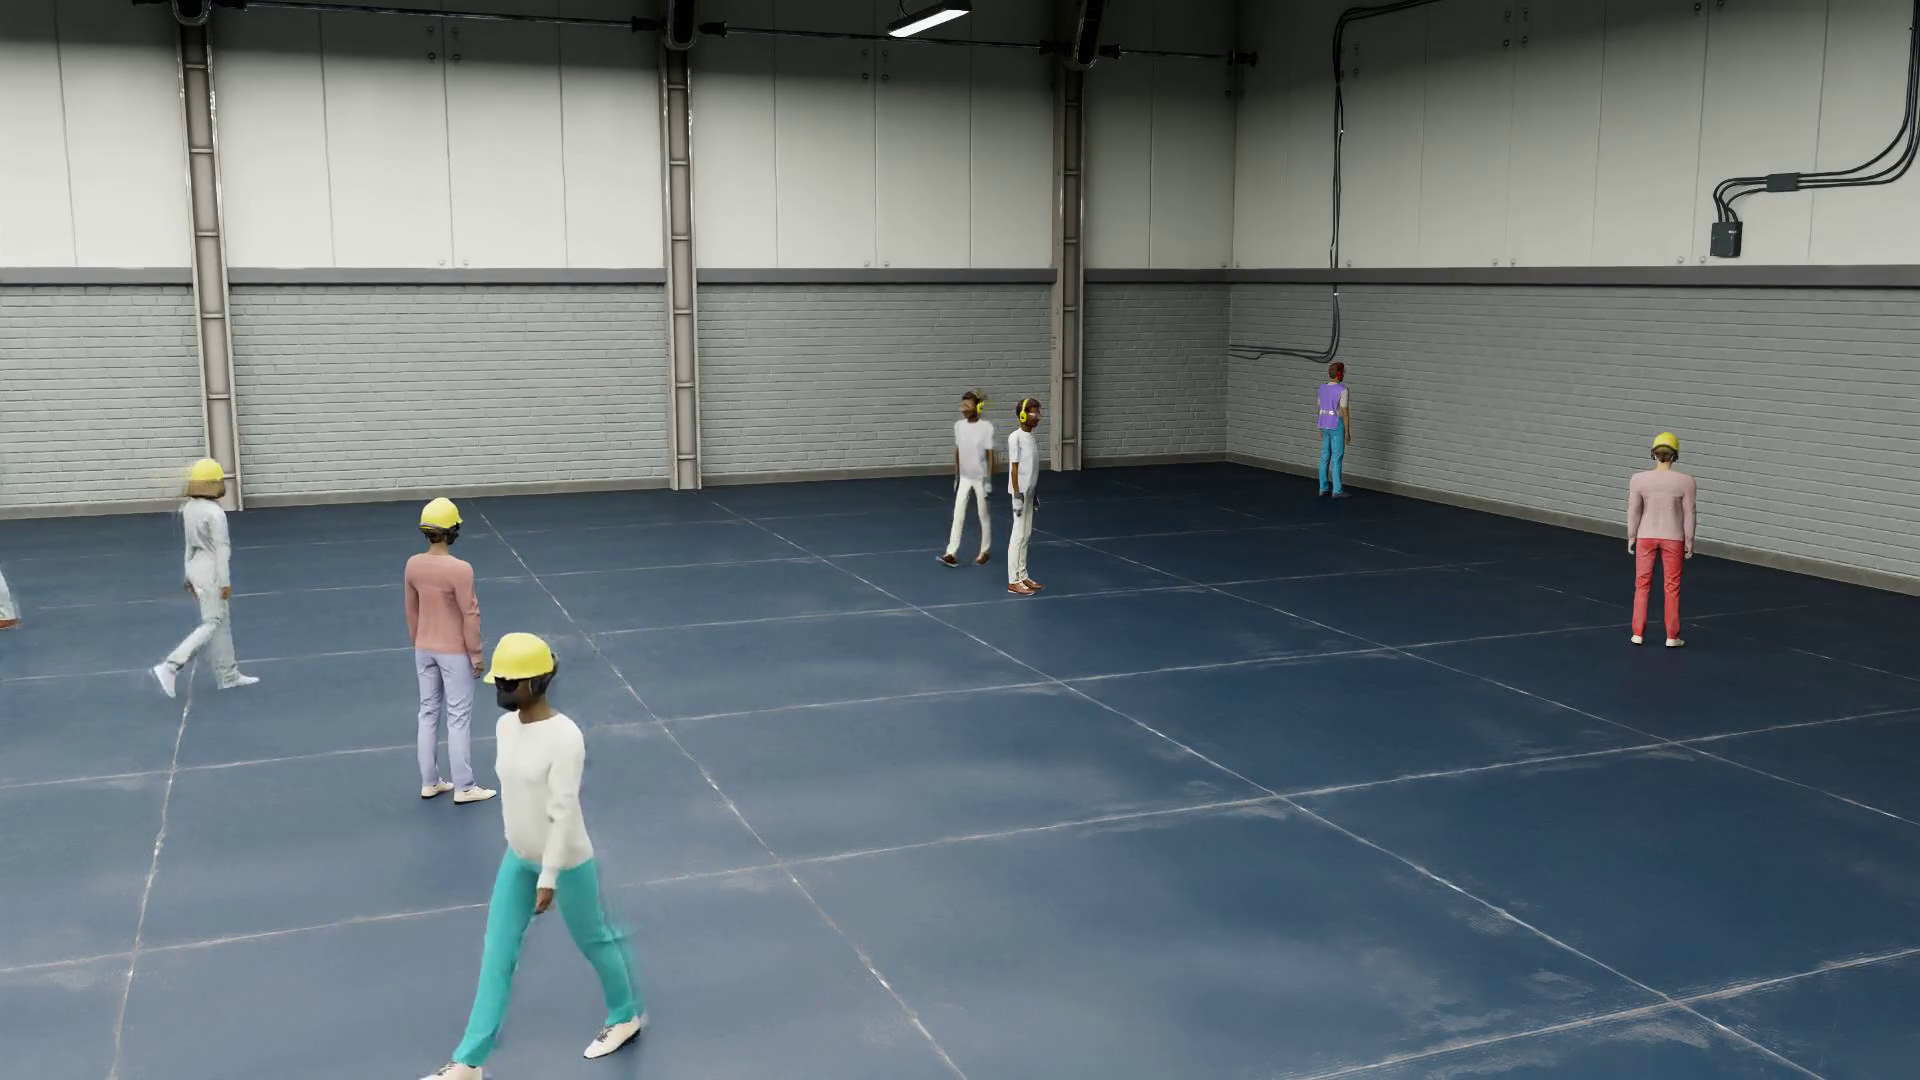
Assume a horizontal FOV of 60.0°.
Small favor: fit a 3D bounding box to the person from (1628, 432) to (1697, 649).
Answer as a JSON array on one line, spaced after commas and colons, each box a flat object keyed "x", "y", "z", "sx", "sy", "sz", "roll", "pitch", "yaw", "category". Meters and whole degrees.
[{"x": 5.717, "y": 0.003, "z": 13.569, "sx": 0.523, "sy": 1.767, "sz": 0.318, "roll": 5, "pitch": 10, "yaw": 30, "category": "person"}]

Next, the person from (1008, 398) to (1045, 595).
[{"x": 0.634, "y": -0.424, "z": 15.916, "sx": 0.328, "sy": 1.872, "sz": 0.520, "roll": 4, "pitch": 10, "yaw": 21, "category": "person"}]

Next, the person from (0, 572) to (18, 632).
[{"x": -8.468, "y": -0.112, "z": 13.879, "sx": 1.005, "sy": 1.887, "sz": 0.652, "roll": -7, "pitch": 11, "yaw": -37, "category": "person"}]

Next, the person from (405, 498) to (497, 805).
[{"x": -2.948, "y": 0.637, "z": 9.565, "sx": 0.530, "sy": 1.772, "sz": 0.302, "roll": 5, "pitch": 10, "yaw": 28, "category": "person"}]

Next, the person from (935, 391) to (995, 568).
[{"x": 0.081, "y": -0.609, "z": 17.189, "sx": 0.554, "sy": 1.830, "sz": 0.913, "roll": 5, "pitch": 10, "yaw": 29, "category": "person"}]

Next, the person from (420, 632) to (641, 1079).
[{"x": -1.595, "y": 1.194, "z": 6.234, "sx": 0.526, "sy": 1.719, "sz": 0.912, "roll": 7, "pitch": 11, "yaw": 37, "category": "person"}]

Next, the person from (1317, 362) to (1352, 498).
[{"x": 5.095, "y": -1.495, "z": 22.701, "sx": 0.390, "sy": 1.850, "sz": 0.562, "roll": -5, "pitch": 10, "yaw": -30, "category": "person"}]

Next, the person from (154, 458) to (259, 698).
[{"x": -5.485, "y": 0.275, "z": 11.987, "sx": 0.494, "sy": 1.723, "sz": 0.722, "roll": 8, "pitch": 12, "yaw": 41, "category": "person"}]
